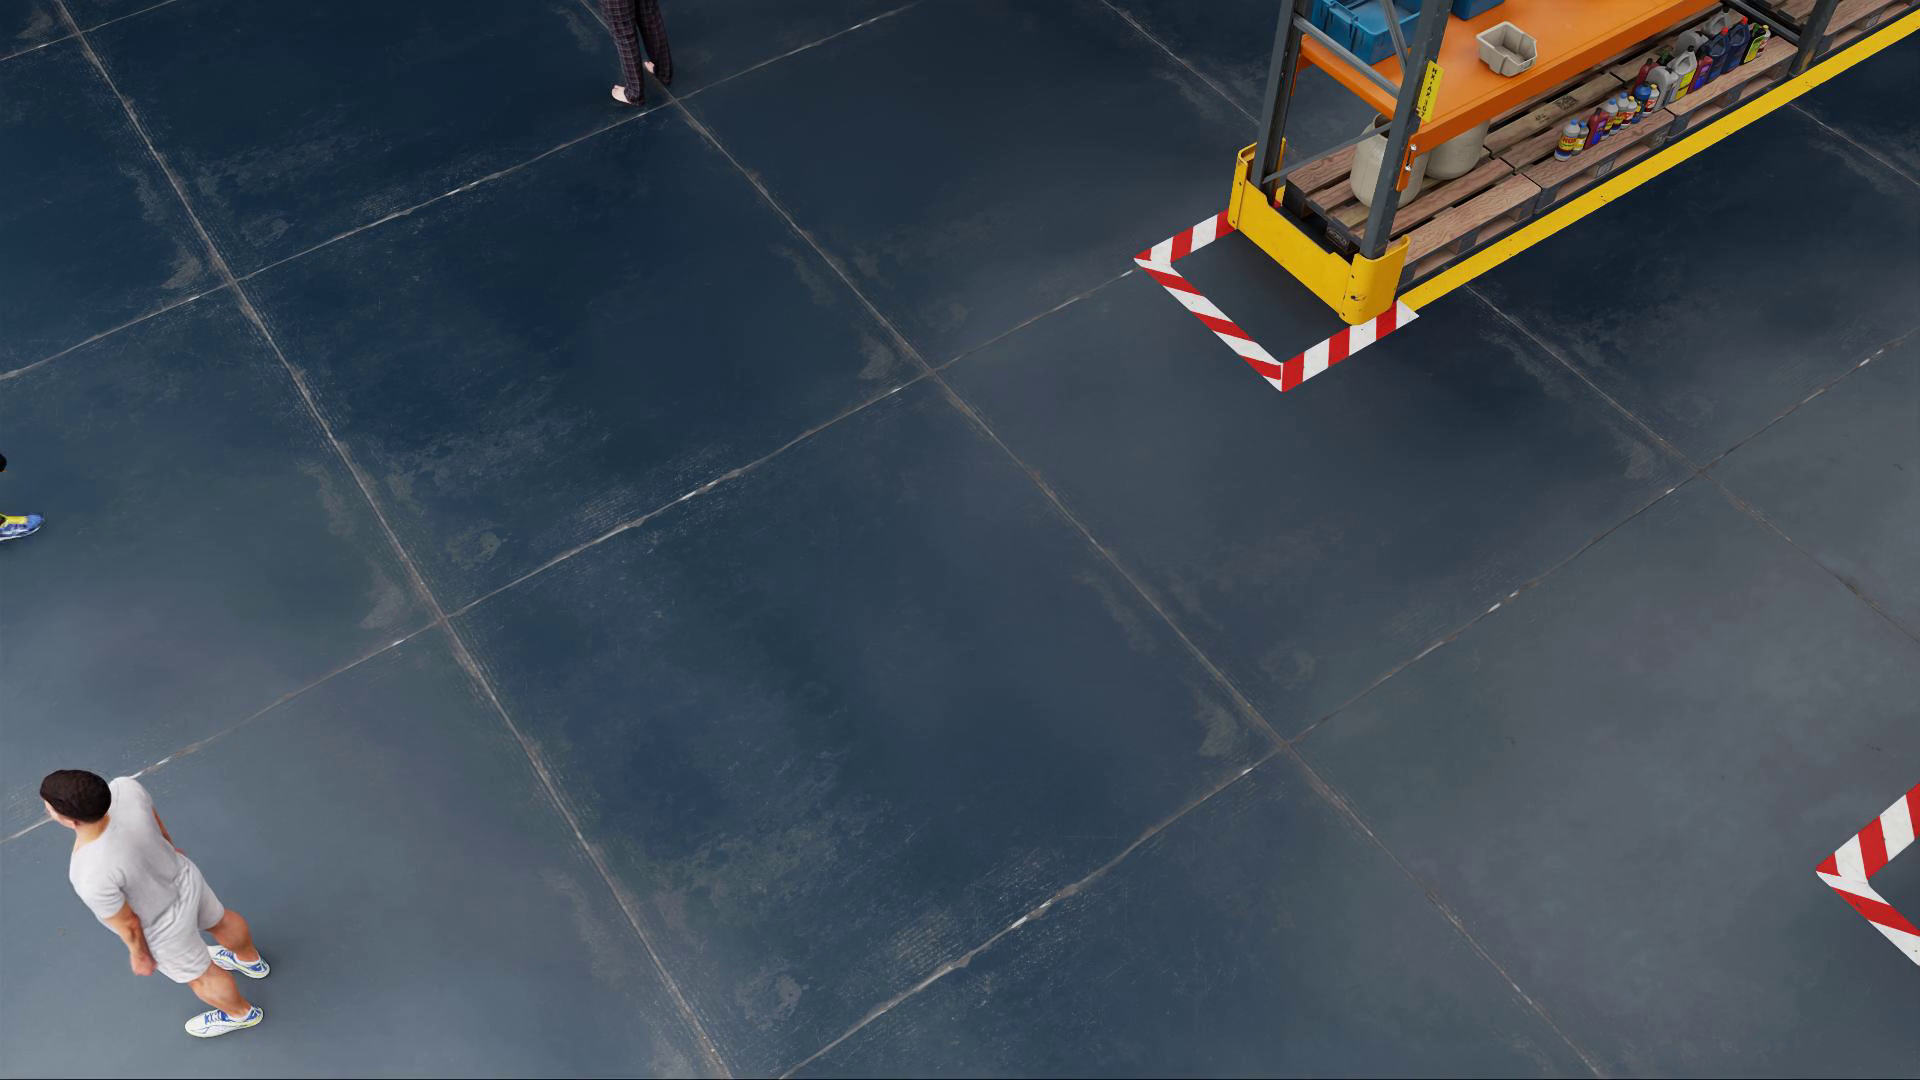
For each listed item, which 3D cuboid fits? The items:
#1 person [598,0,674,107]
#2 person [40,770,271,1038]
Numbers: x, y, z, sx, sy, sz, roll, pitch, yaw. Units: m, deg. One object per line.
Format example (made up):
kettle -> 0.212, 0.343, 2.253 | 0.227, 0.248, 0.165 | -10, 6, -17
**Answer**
person -> -2.089, -3.564, 10.304 | 0.777, 1.872, 0.589 | 32, 59, 22
person -> -3.107, 1.401, 6.469 | 0.768, 1.855, 0.767 | -2, 52, -2
